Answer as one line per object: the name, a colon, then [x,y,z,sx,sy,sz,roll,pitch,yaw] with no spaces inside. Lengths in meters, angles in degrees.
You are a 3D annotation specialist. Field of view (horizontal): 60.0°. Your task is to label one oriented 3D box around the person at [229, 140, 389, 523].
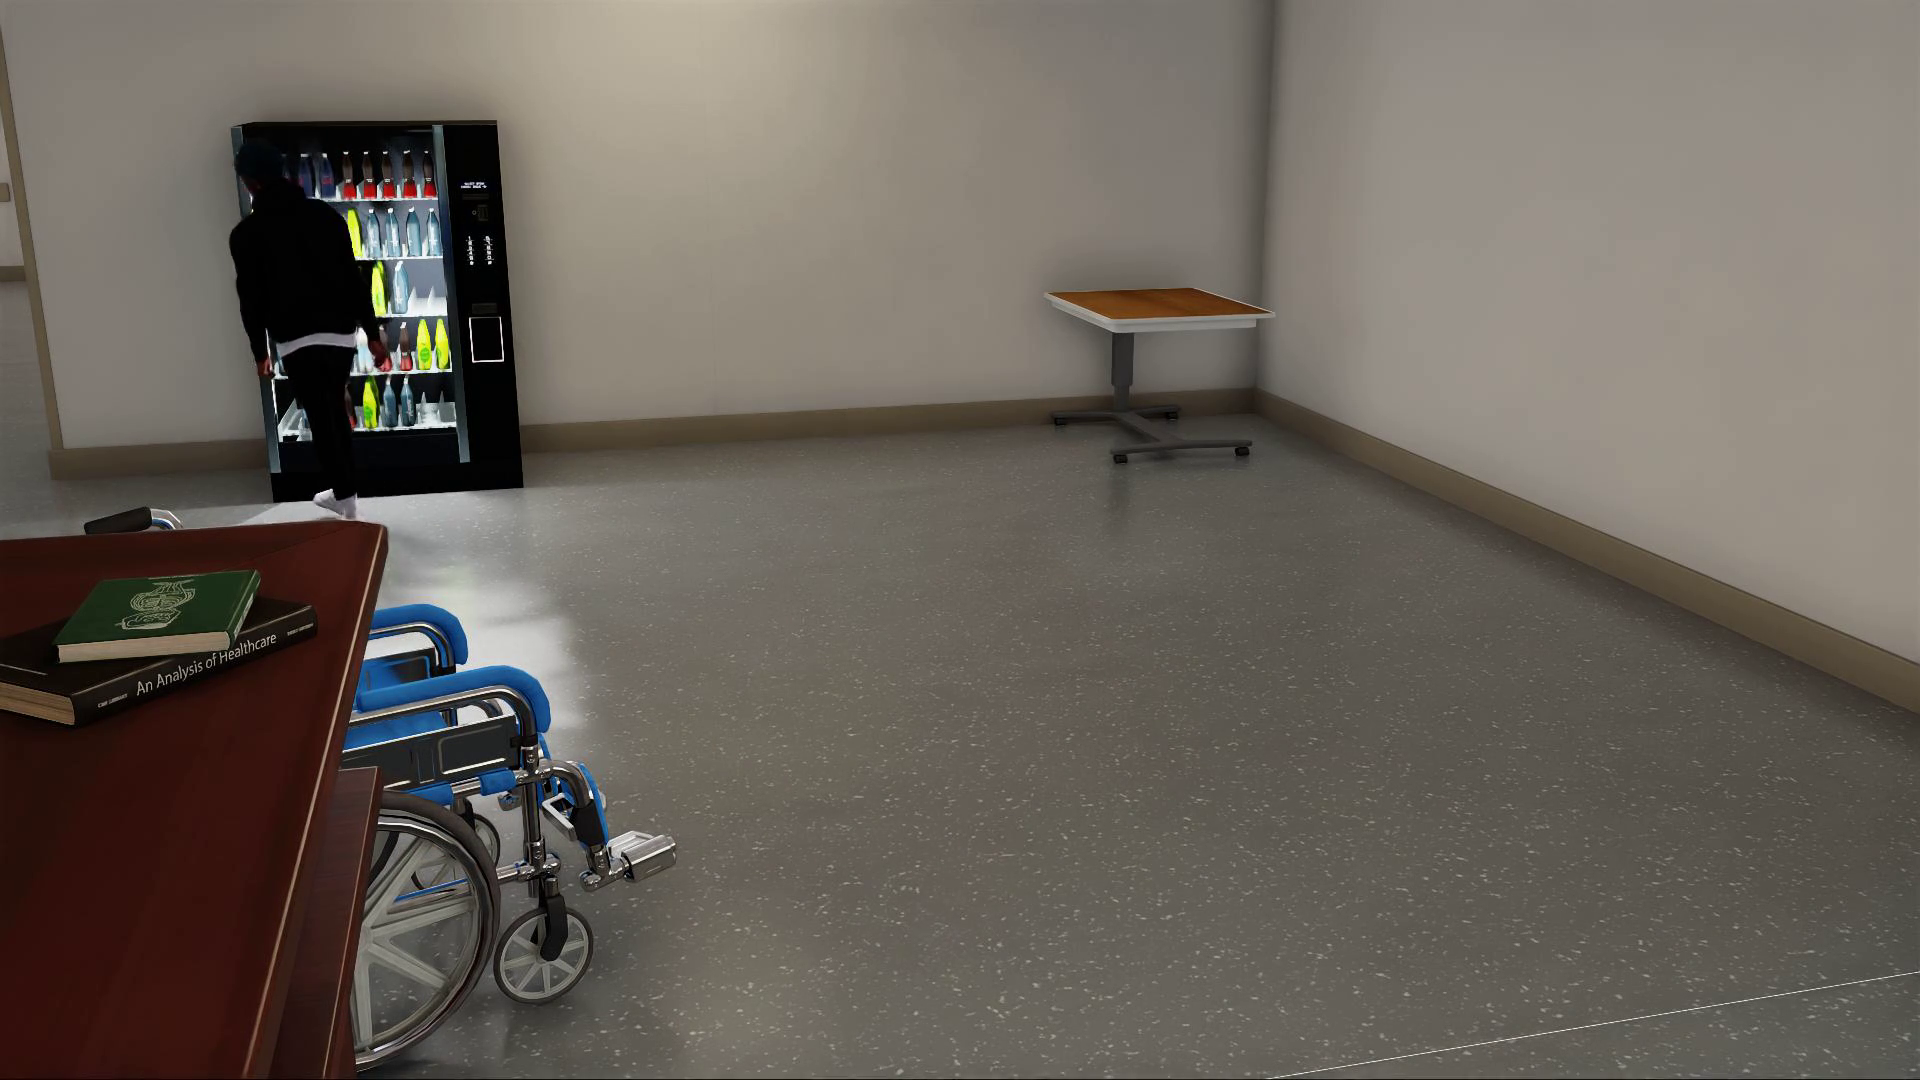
person: [-2.868,-0.874,7.499,1.004,1.771,1.019,-9,18,-28]
